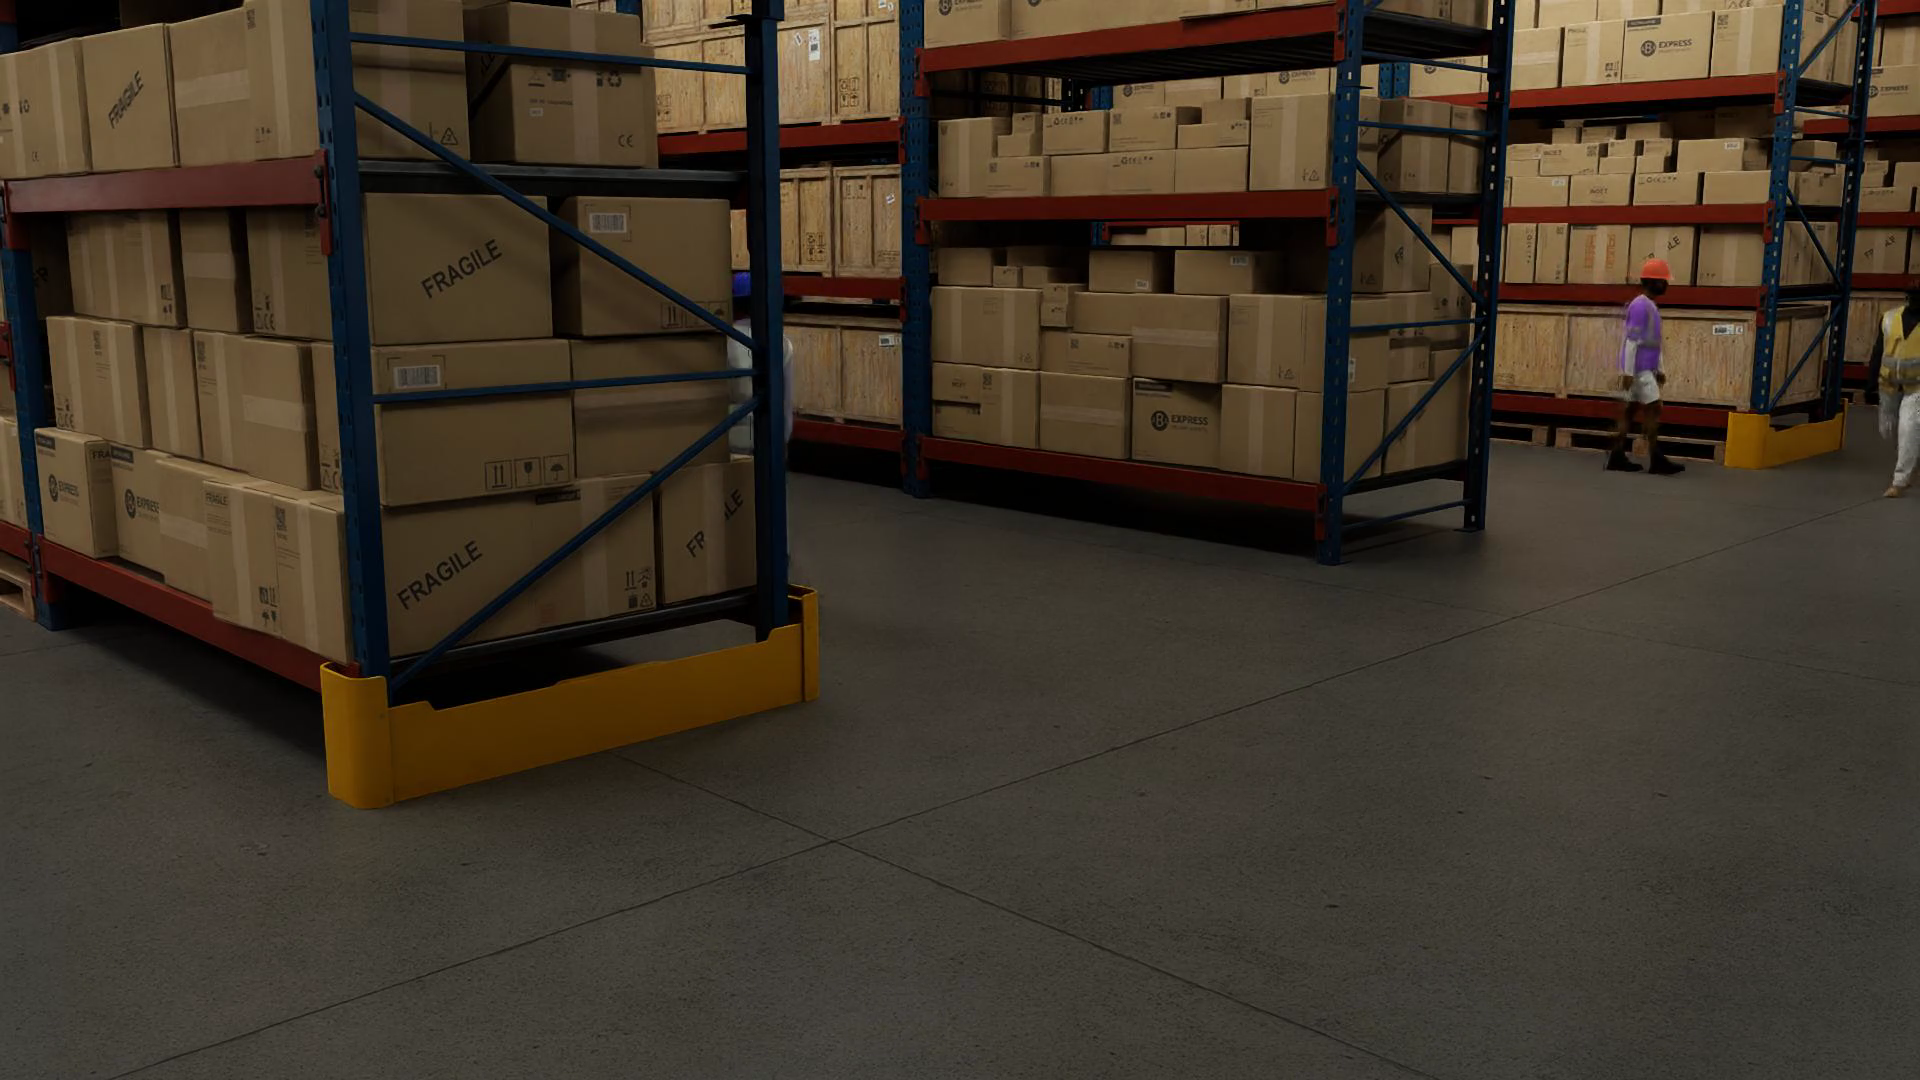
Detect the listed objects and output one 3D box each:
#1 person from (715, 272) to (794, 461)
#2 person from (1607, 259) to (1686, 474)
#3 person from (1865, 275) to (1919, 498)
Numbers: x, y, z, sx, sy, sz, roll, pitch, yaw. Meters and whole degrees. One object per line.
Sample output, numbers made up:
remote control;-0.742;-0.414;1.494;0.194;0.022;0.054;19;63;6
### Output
person;-1.228;-0.611;9.807;0.613;1.920;0.639;-8;13;-38
person;6.224;-1.531;14.841;0.806;1.909;0.579;6;12;31
person;7.850;-1.273;13.705;0.804;1.816;0.627;-7;13;-34
